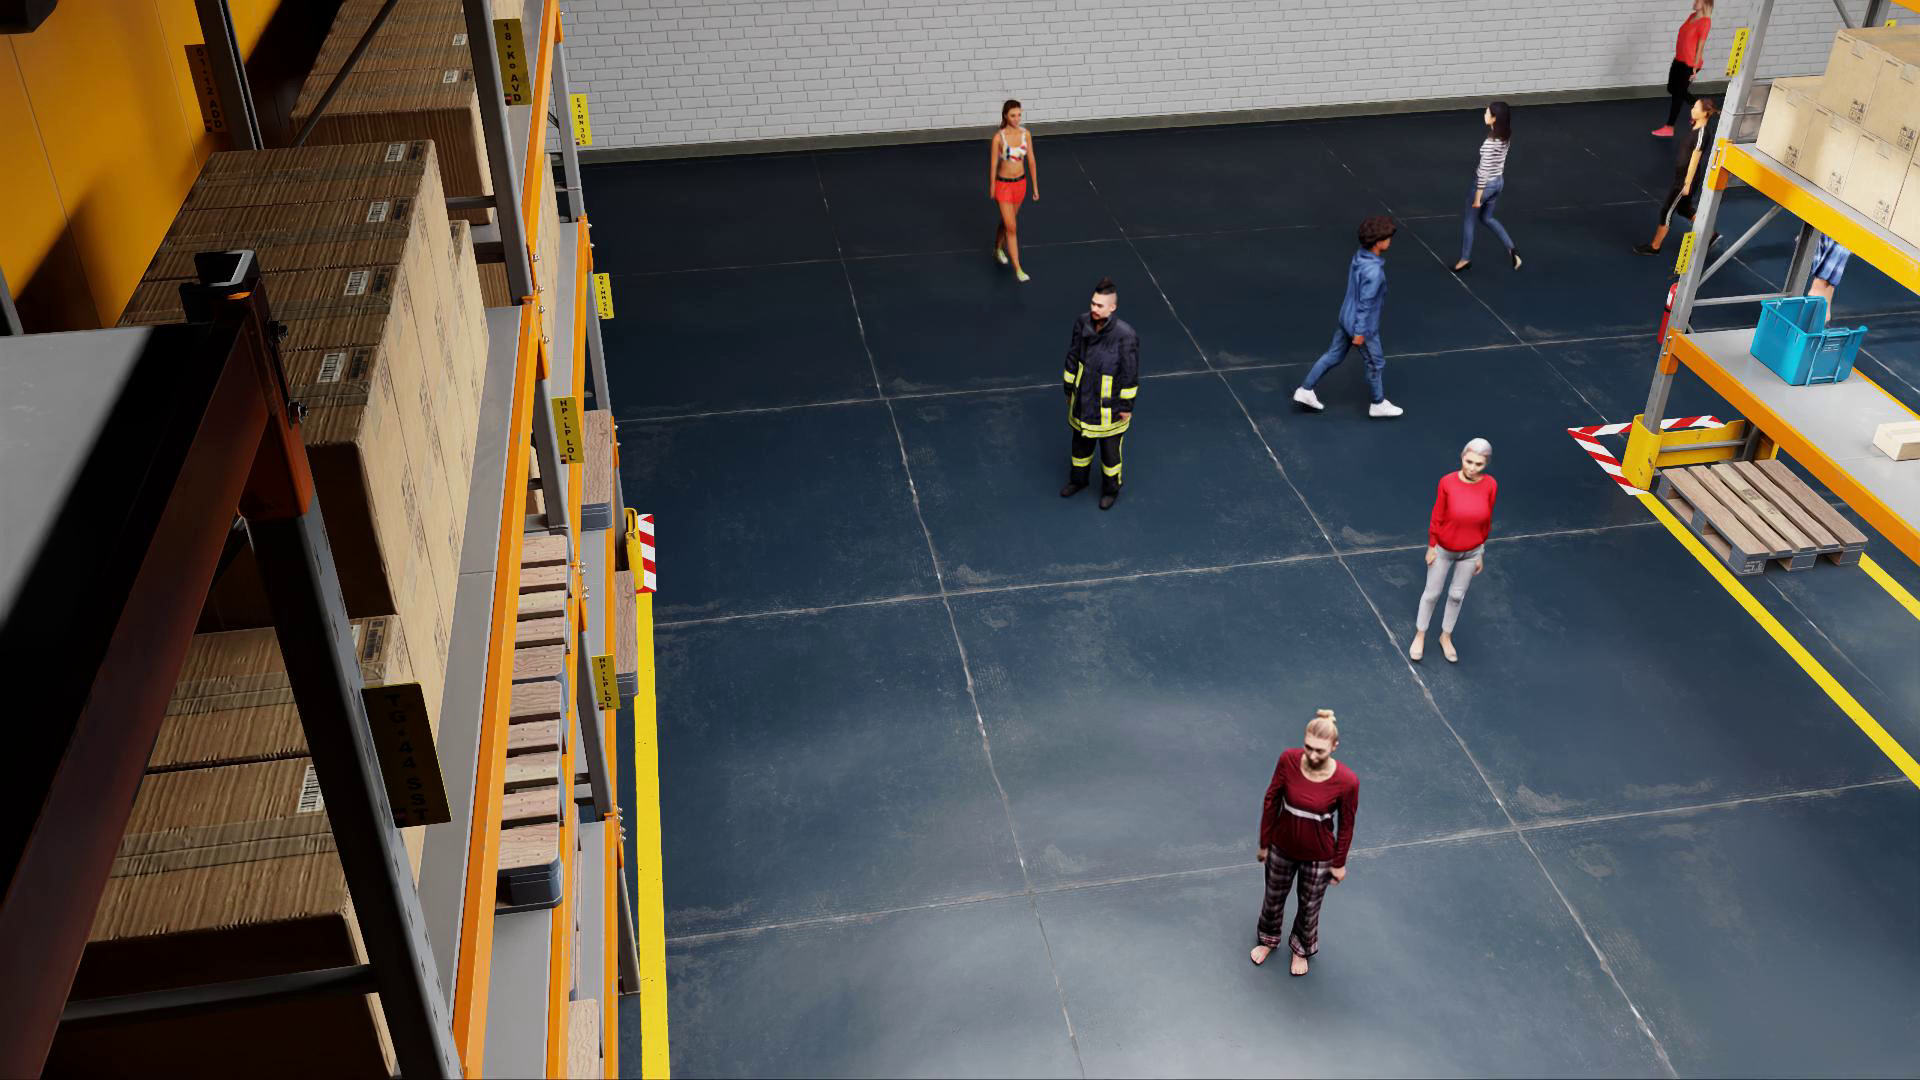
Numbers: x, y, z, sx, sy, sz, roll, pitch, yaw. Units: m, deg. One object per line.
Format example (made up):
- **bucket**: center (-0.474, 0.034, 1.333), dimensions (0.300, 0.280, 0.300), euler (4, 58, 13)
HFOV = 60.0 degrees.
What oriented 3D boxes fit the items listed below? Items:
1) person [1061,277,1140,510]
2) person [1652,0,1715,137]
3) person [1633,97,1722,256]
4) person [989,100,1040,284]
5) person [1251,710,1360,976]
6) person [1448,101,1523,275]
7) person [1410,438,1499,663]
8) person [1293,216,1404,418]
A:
- **person**: center (1.075, -1.126, 12.666), dimensions (0.880, 1.862, 0.938), euler (21, 39, 28)
- **person**: center (8.616, -5.569, 19.514), dimensions (0.687, 1.681, 0.861), euler (-3, 34, -5)
- **person**: center (7.308, -3.570, 16.541), dimensions (0.977, 1.643, 1.047), euler (11, 35, 16)
- **person**: center (0.465, -3.455, 16.281), dimensions (0.757, 1.739, 1.214), euler (-13, 36, -19)
- **person**: center (1.799, 1.596, 8.720), dimensions (0.682, 1.696, 0.694), euler (15, 36, 21)
- **person**: center (5.172, -3.347, 16.085), dimensions (1.044, 1.775, 0.932), euler (26, 42, 34)
- **person**: center (3.288, 0.064, 11.028), dimensions (0.601, 1.694, 0.593), euler (2, 34, 4)
- **person**: center (3.218, -1.816, 13.788), dimensions (0.864, 1.769, 1.134), euler (0, 34, 0)
